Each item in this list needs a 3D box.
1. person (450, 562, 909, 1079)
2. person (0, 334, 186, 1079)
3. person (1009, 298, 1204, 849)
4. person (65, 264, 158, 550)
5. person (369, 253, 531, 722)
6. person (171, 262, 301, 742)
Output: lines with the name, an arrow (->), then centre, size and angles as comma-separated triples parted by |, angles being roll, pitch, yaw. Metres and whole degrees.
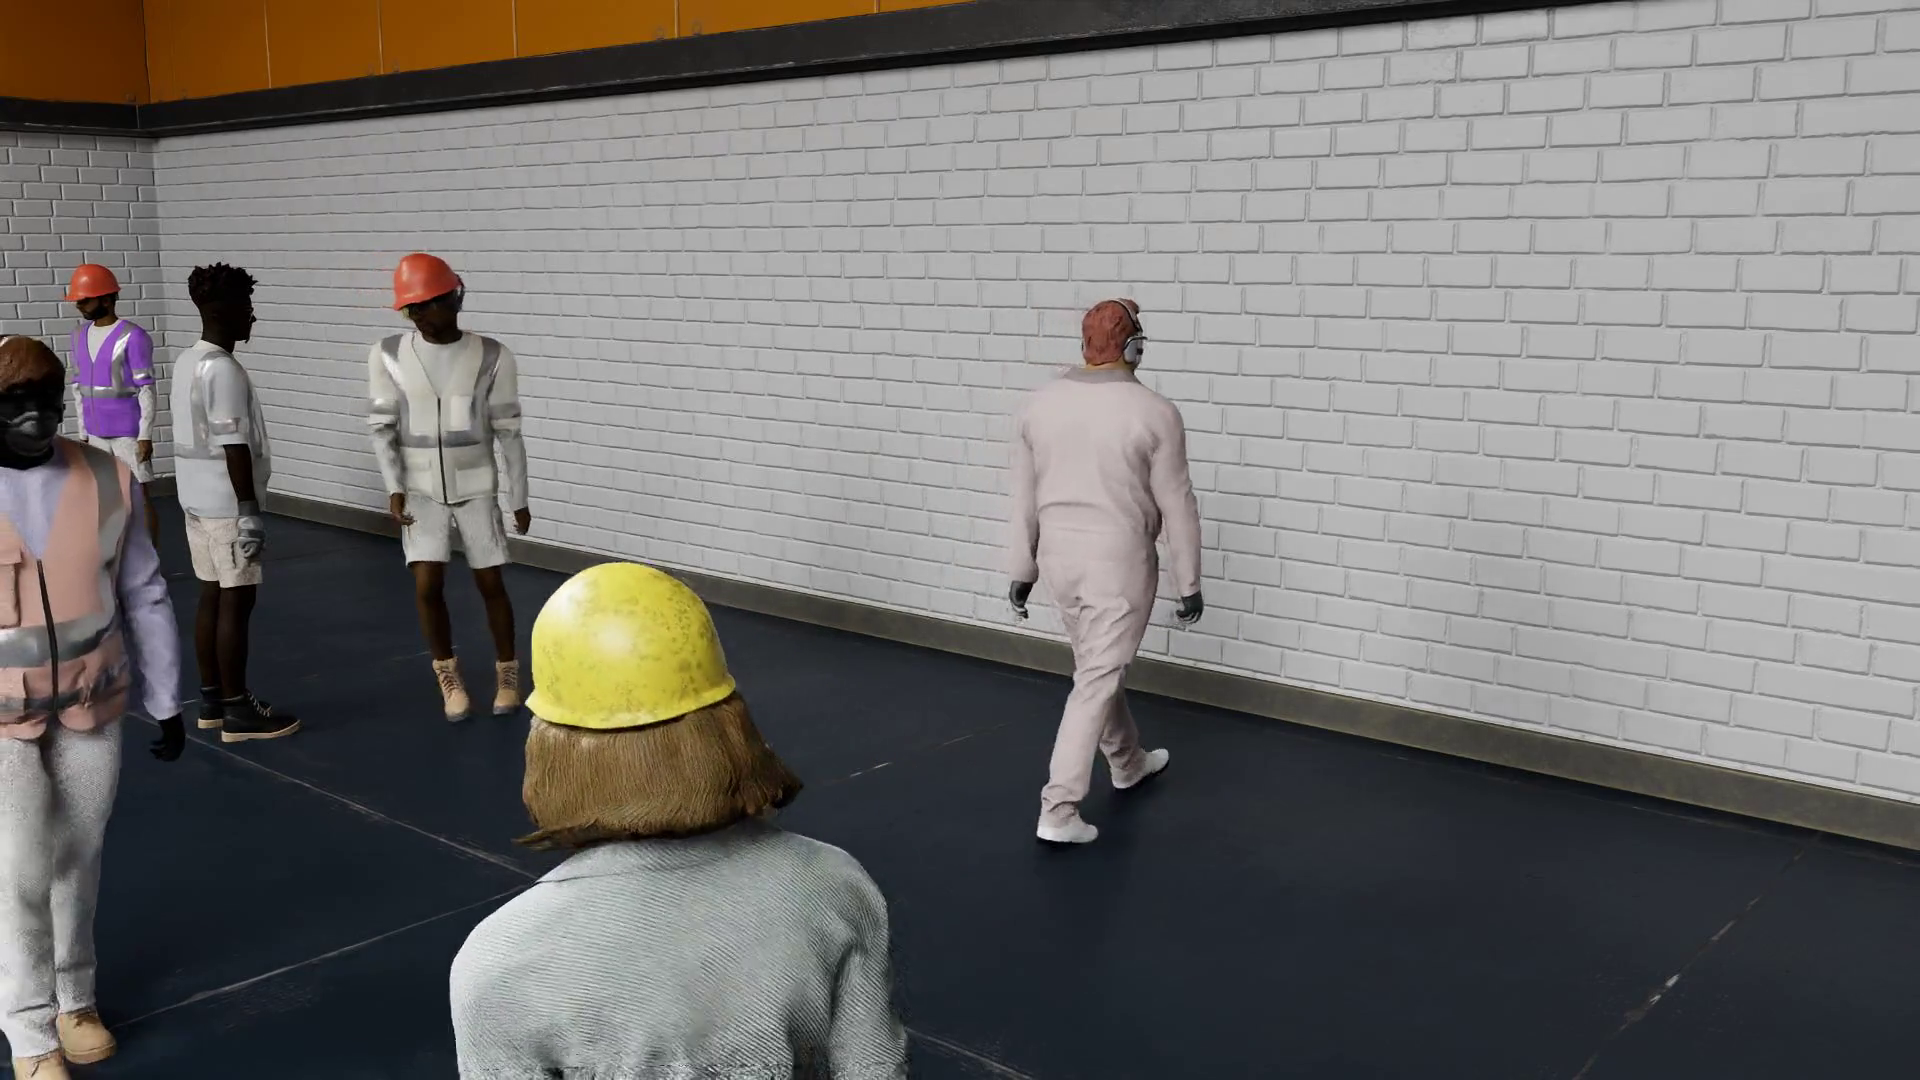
person -> -0.235, 0.875, 1.770 | 0.487, 1.699, 0.826 | -9, 13, -40
person -> -2.156, 0.431, 3.948 | 0.681, 1.816, 0.666 | 9, 13, 41
person -> 0.518, 0.093, 5.797 | 0.670, 1.852, 1.017 | 8, 13, 40
person -> -5.000, -0.652, 9.812 | 0.547, 1.928, 0.385 | 3, 10, 18
person -> -2.159, -0.211, 7.097 | 0.634, 2.002, 0.518 | -2, 10, -9
person -> -3.031, -0.157, 6.887 | 0.362, 1.963, 0.614 | -9, 13, -40
